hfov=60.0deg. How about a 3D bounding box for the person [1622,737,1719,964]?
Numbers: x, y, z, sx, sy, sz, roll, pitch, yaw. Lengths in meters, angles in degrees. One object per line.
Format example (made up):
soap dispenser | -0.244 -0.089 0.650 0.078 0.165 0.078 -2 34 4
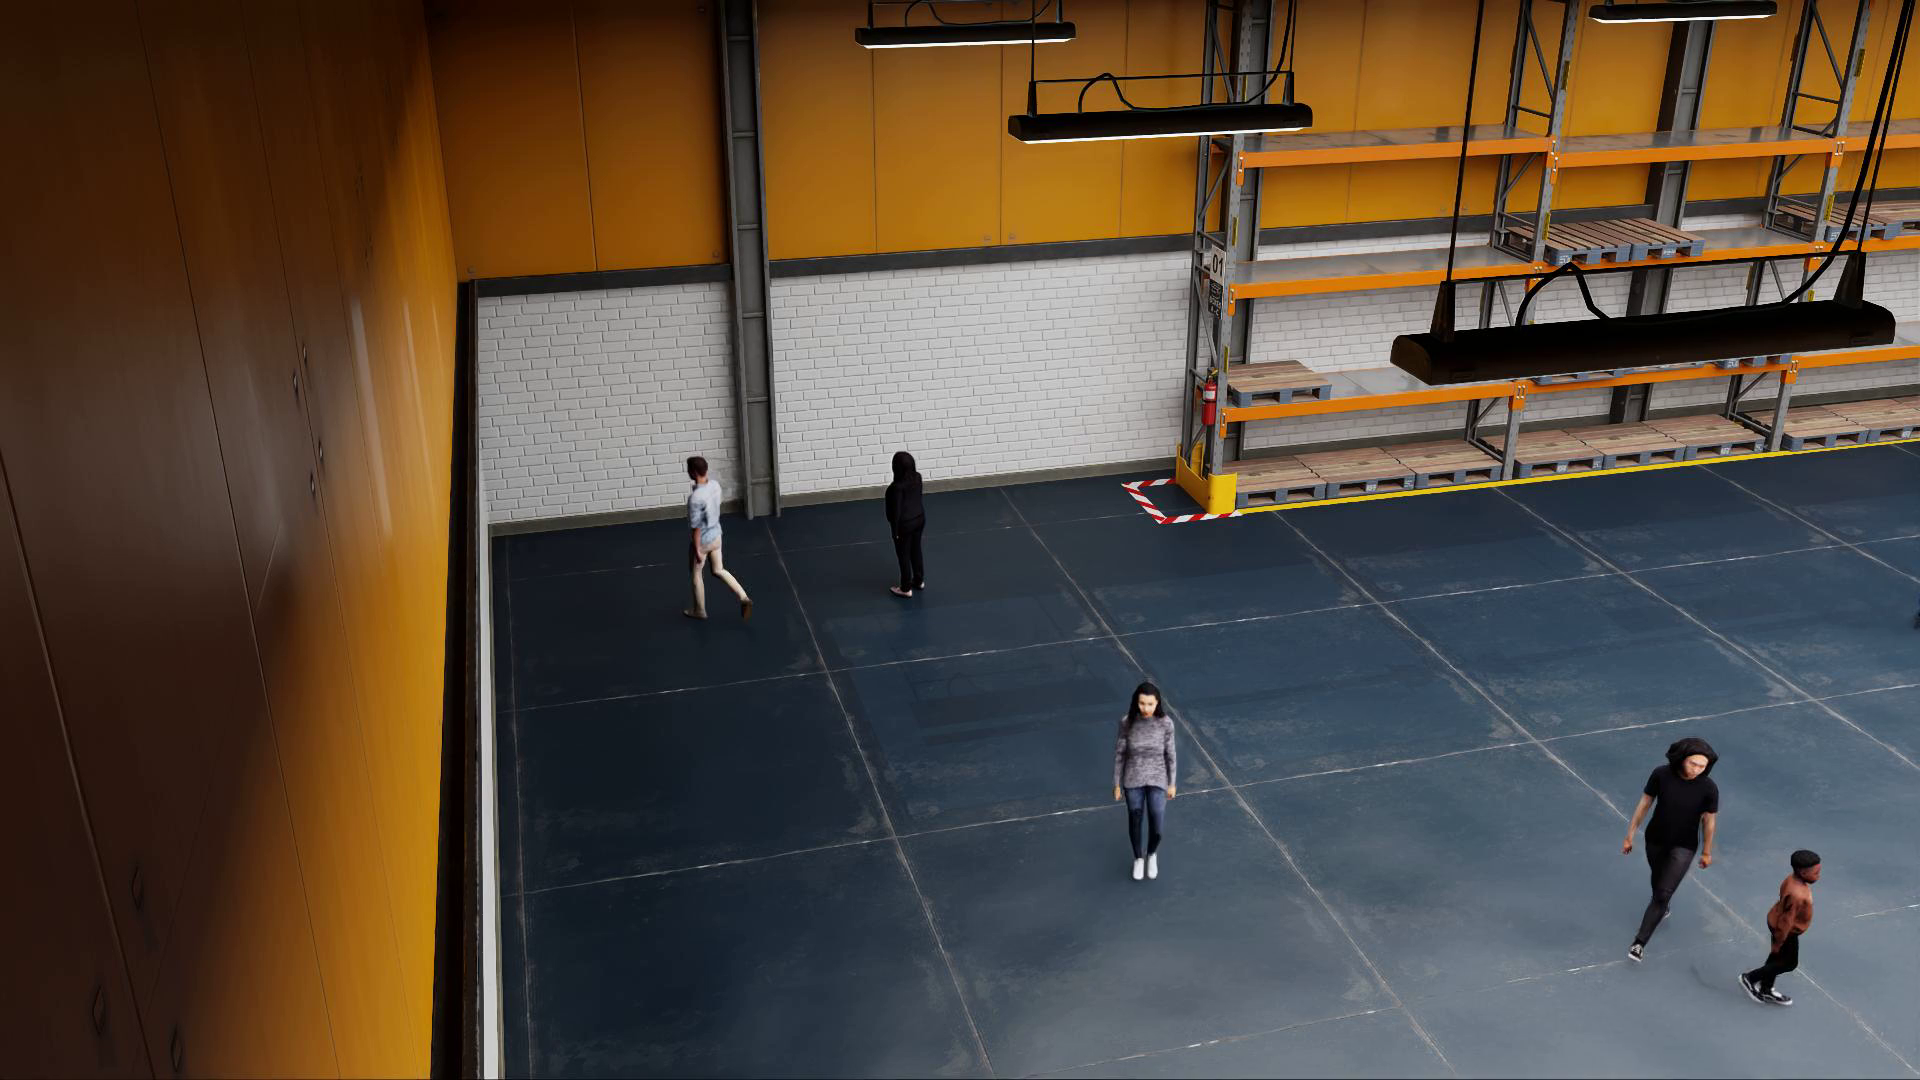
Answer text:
person | 5.242 2.170 12.175 1.080 1.776 1.262 22 32 40

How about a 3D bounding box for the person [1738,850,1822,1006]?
person | 5.709 2.692 11.645 0.726 1.244 0.668 9 25 21

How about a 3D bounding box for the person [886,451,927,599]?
person | -0.552 -0.185 17.765 0.822 1.614 0.759 14 27 29

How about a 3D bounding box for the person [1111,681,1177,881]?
person | 1.456 1.839 12.998 0.690 1.724 0.806 5 24 11

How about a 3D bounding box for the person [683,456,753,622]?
person | -2.510 0.027 17.020 1.124 1.822 1.070 13 27 27
